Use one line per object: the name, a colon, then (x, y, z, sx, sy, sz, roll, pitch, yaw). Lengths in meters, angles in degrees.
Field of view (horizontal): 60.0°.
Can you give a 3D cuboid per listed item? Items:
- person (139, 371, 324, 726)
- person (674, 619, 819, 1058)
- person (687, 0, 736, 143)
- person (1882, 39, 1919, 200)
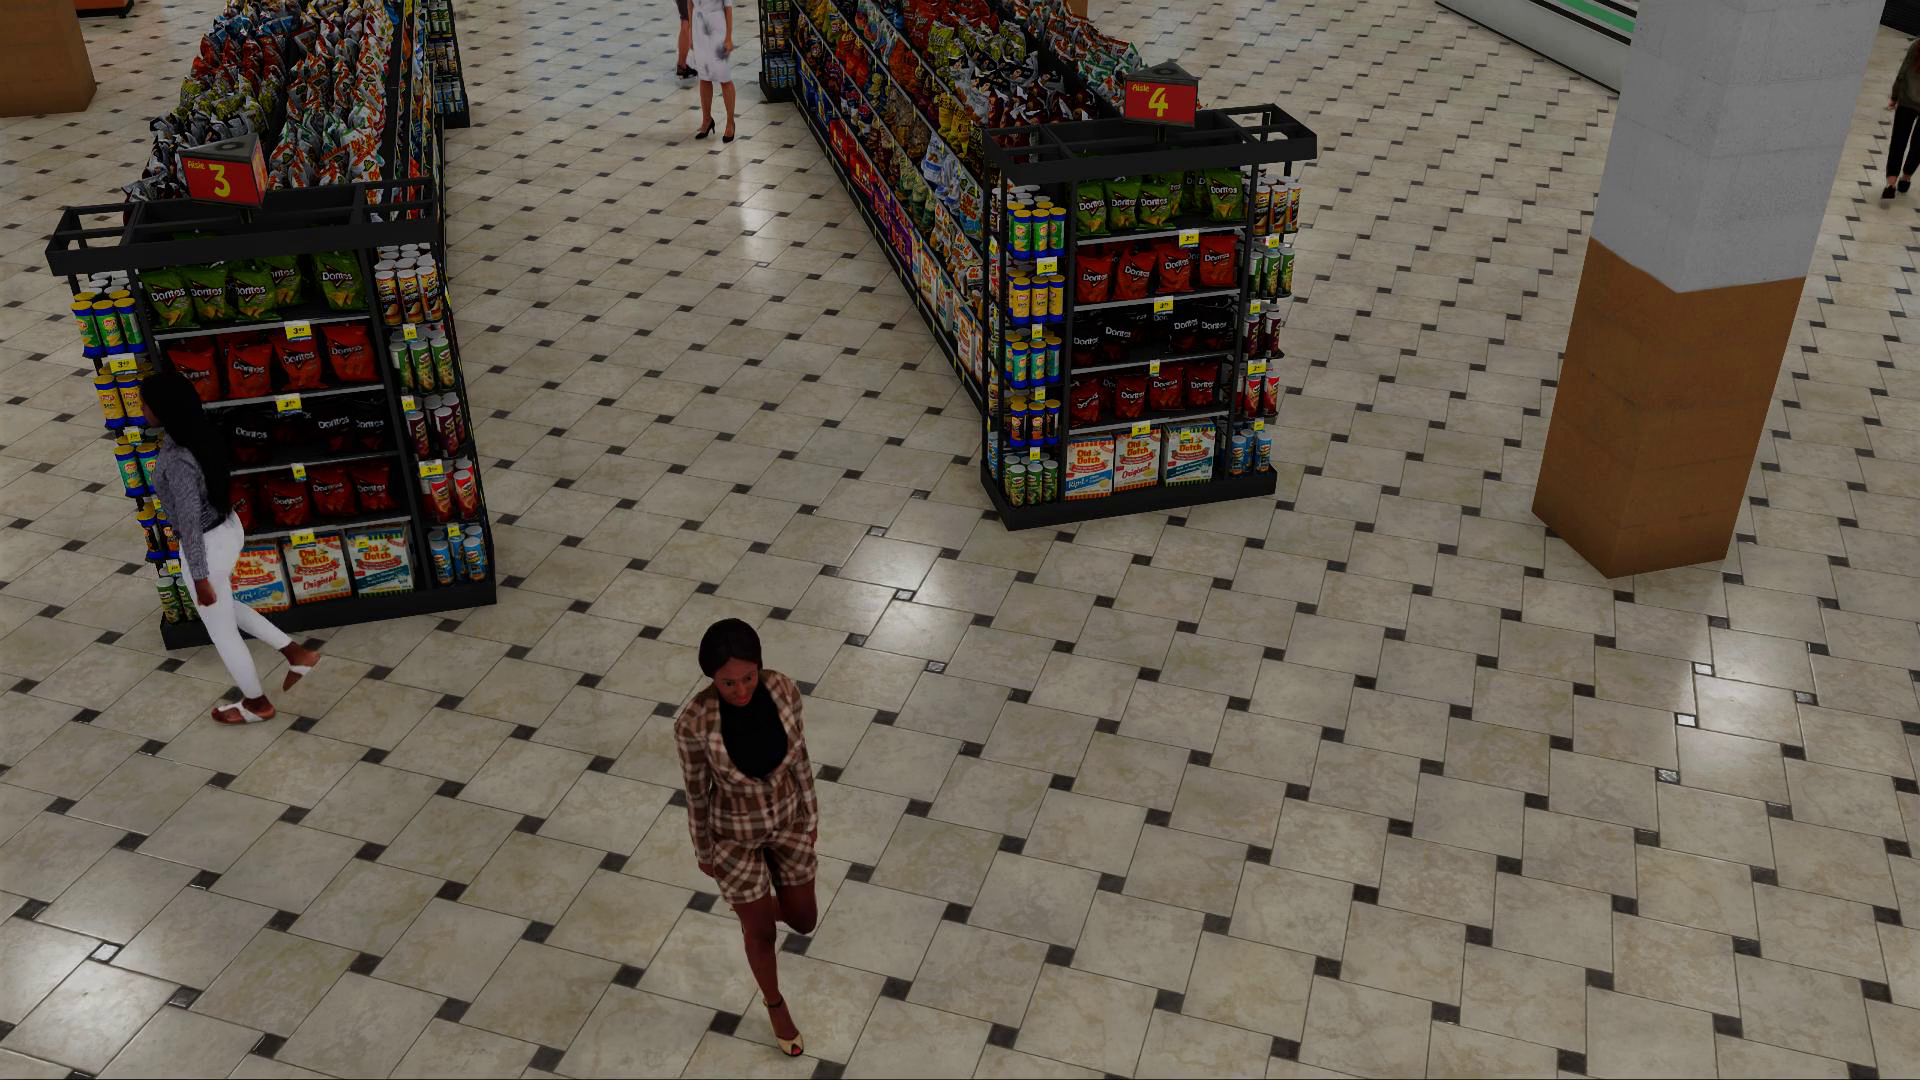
person: (-3.042, 0.054, 6.977, 0.728, 1.712, 0.705, -4, 32, -6)
person: (-0.706, 0.945, 5.487, 0.697, 1.773, 0.840, -17, 36, -25)
person: (-2.055, -4.183, 13.751, 0.644, 1.749, 0.679, 12, 34, 18)
person: (7.232, -3.263, 12.548, 0.907, 1.458, 0.987, 15, 35, 23)
